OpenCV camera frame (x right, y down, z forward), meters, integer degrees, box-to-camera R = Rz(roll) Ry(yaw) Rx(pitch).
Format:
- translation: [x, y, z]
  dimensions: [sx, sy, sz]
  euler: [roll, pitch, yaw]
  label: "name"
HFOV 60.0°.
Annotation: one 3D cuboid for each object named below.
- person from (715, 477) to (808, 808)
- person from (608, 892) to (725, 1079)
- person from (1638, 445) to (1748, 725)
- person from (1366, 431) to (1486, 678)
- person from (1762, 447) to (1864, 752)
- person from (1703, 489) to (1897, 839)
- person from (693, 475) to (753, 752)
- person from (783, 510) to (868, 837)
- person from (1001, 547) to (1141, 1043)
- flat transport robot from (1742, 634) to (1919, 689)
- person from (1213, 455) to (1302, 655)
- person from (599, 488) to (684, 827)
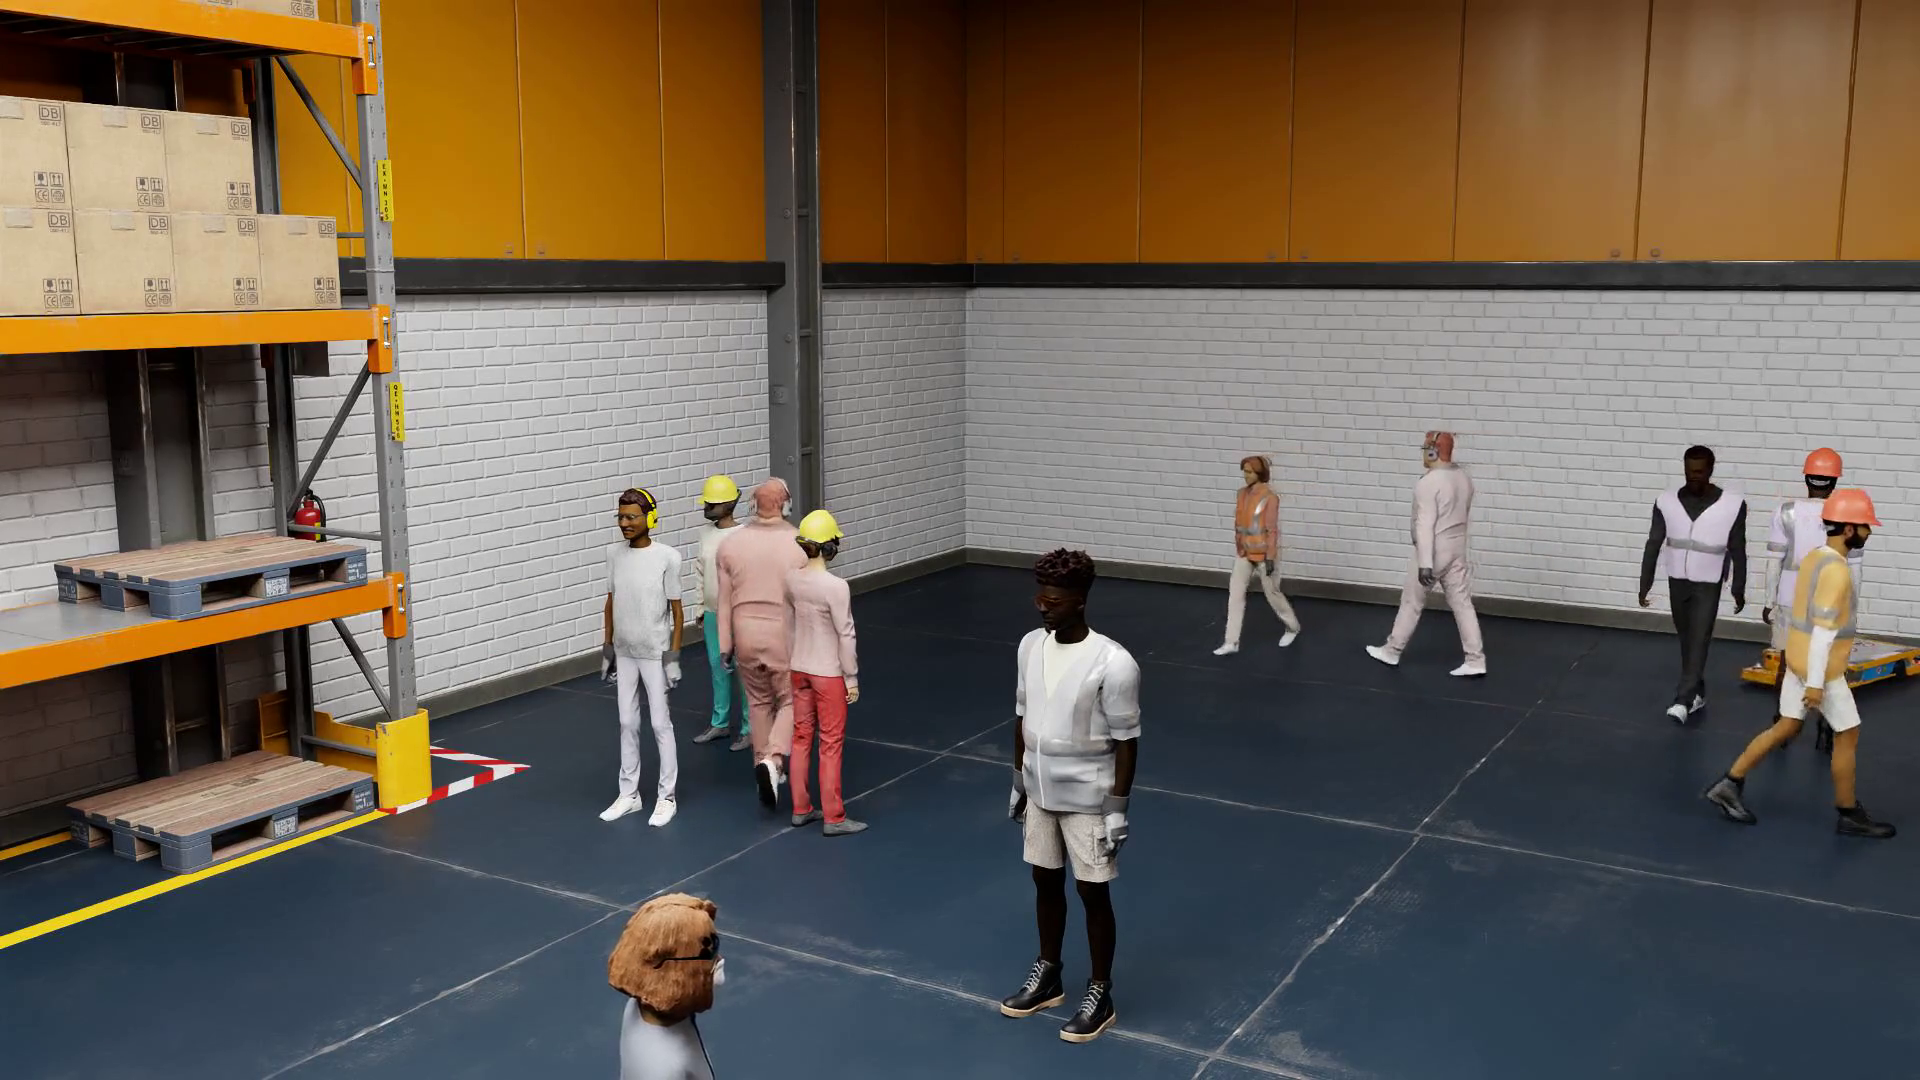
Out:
- translation: [-1.083, 0.588, 9.469]
  dimensions: [0.656, 1.881, 0.731]
  euler: [2, 9, 12]
  label: "person"
- translation: [-0.662, 1.606, 3.865]
  dimensions: [0.265, 1.632, 0.508]
  euler: [-2, 9, -14]
  label: "person"
- translation: [4.916, 0.304, 11.240]
  dimensions: [0.624, 1.867, 0.977]
  euler: [8, 12, 42]
  label: "person"
- translation: [3.591, 0.102, 12.563]
  dimensions: [0.670, 1.857, 1.018]
  euler: [-7, 11, -37]
  label: "person"
- translation: [5.420, 0.377, 10.592]
  dimensions: [0.553, 1.935, 0.362]
  euler: [4, 10, 25]
  label: "person"
- translation: [4.568, 0.656, 8.980]
  dimensions: [0.938, 1.902, 0.553]
  euler: [2, 9, 13]
  label: "person"
- translation: [-1.497, 0.464, 10.587]
  dimensions: [0.533, 1.766, 0.318]
  euler: [7, 12, 38]
  label: "person"
- translation: [-0.745, 0.717, 8.994]
  dimensions: [0.525, 1.772, 0.301]
  euler: [8, 12, 42]
  label: "person"
- translation: [0.430, 0.998, 6.622]
  dimensions: [0.361, 1.964, 0.617]
  euler: [-9, 13, -44]
  label: "person"
- translation: [6.544, 0.915, 12.418]
  dimensions: [1.431, 0.197, 0.652]
  euler: [-6, 11, -35]
  label: "flat transport robot"
- translation: [2.427, 0.111, 13.315]
  dimensions: [0.823, 1.604, 0.517]
  euler: [-6, 11, -31]
  label: "person"
- translation: [-1.762, 0.640, 9.160]
  dimensions: [0.507, 1.872, 0.329]
  euler: [3, 10, 20]
  label: "person"
